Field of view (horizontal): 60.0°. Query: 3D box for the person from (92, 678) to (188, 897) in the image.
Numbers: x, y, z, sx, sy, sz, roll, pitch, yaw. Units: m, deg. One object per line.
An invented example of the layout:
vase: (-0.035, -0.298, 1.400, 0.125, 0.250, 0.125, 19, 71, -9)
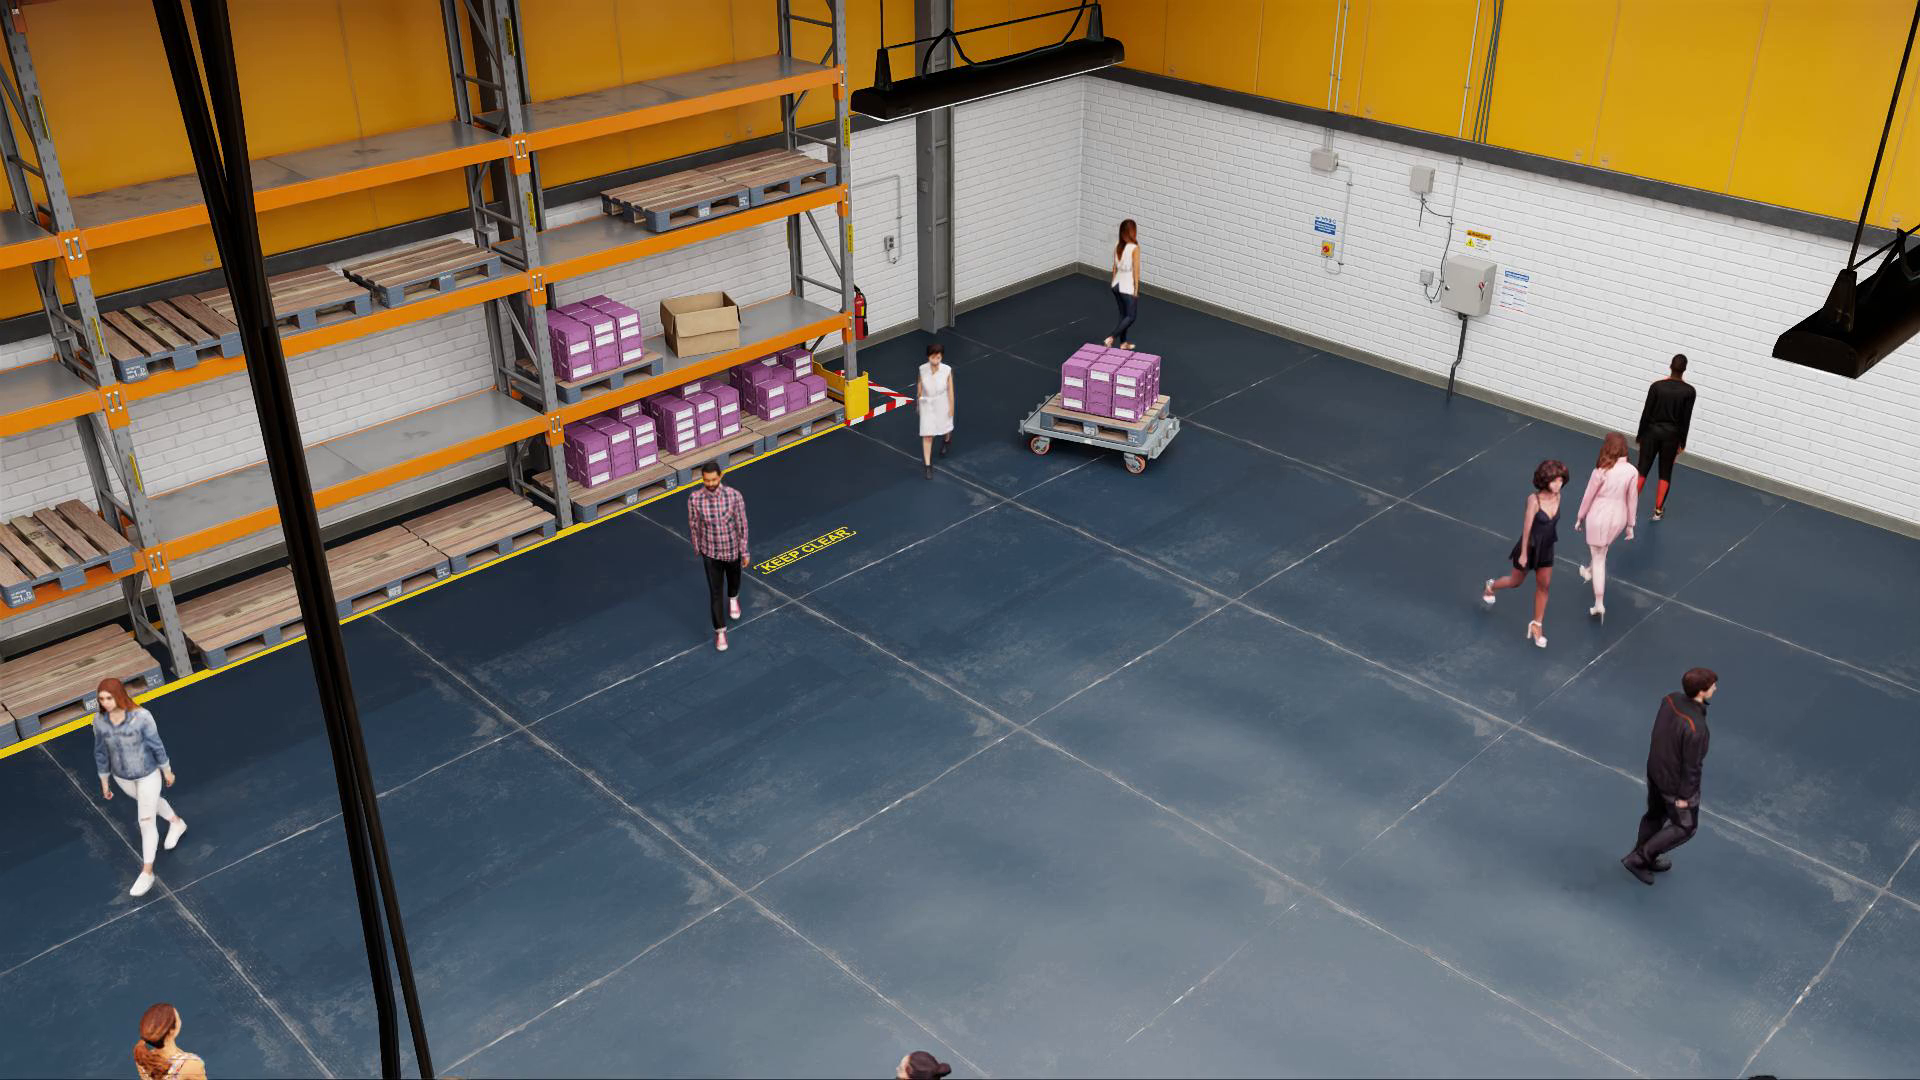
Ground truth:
person: (-6.021, 1.693, 12.262, 1.095, 1.655, 1.185, 1, 29, 3)

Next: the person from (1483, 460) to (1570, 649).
person: (5.156, 0.071, 15.122, 1.069, 1.763, 0.903, -11, 31, -20)

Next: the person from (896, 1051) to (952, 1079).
person: (-0.225, 3.415, 9.163, 0.727, 1.600, 0.646, 8, 30, 14)

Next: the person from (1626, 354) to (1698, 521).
person: (7.251, -1.067, 17.164, 0.709, 1.806, 0.670, 11, 30, 19)

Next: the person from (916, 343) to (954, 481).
person: (-0.256, -1.480, 18.227, 0.983, 1.515, 1.098, 4, 29, 8)

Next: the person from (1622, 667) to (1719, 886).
person: (5.077, 1.715, 12.042, 0.929, 1.828, 0.883, -4, 29, -7)

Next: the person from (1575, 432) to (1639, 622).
person: (6.000, -0.080, 15.422, 1.122, 1.743, 1.177, 0, 29, 0)

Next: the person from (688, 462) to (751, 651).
person: (-2.172, 0.044, 15.208, 1.185, 1.729, 1.152, -4, 29, -8)

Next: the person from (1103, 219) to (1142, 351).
person: (2.033, -3.164, 21.047, 0.880, 1.769, 0.613, -24, 36, -36)

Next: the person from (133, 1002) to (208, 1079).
person: (-4.267, 3.320, 9.157, 0.877, 1.773, 1.060, 7, 29, 13)
